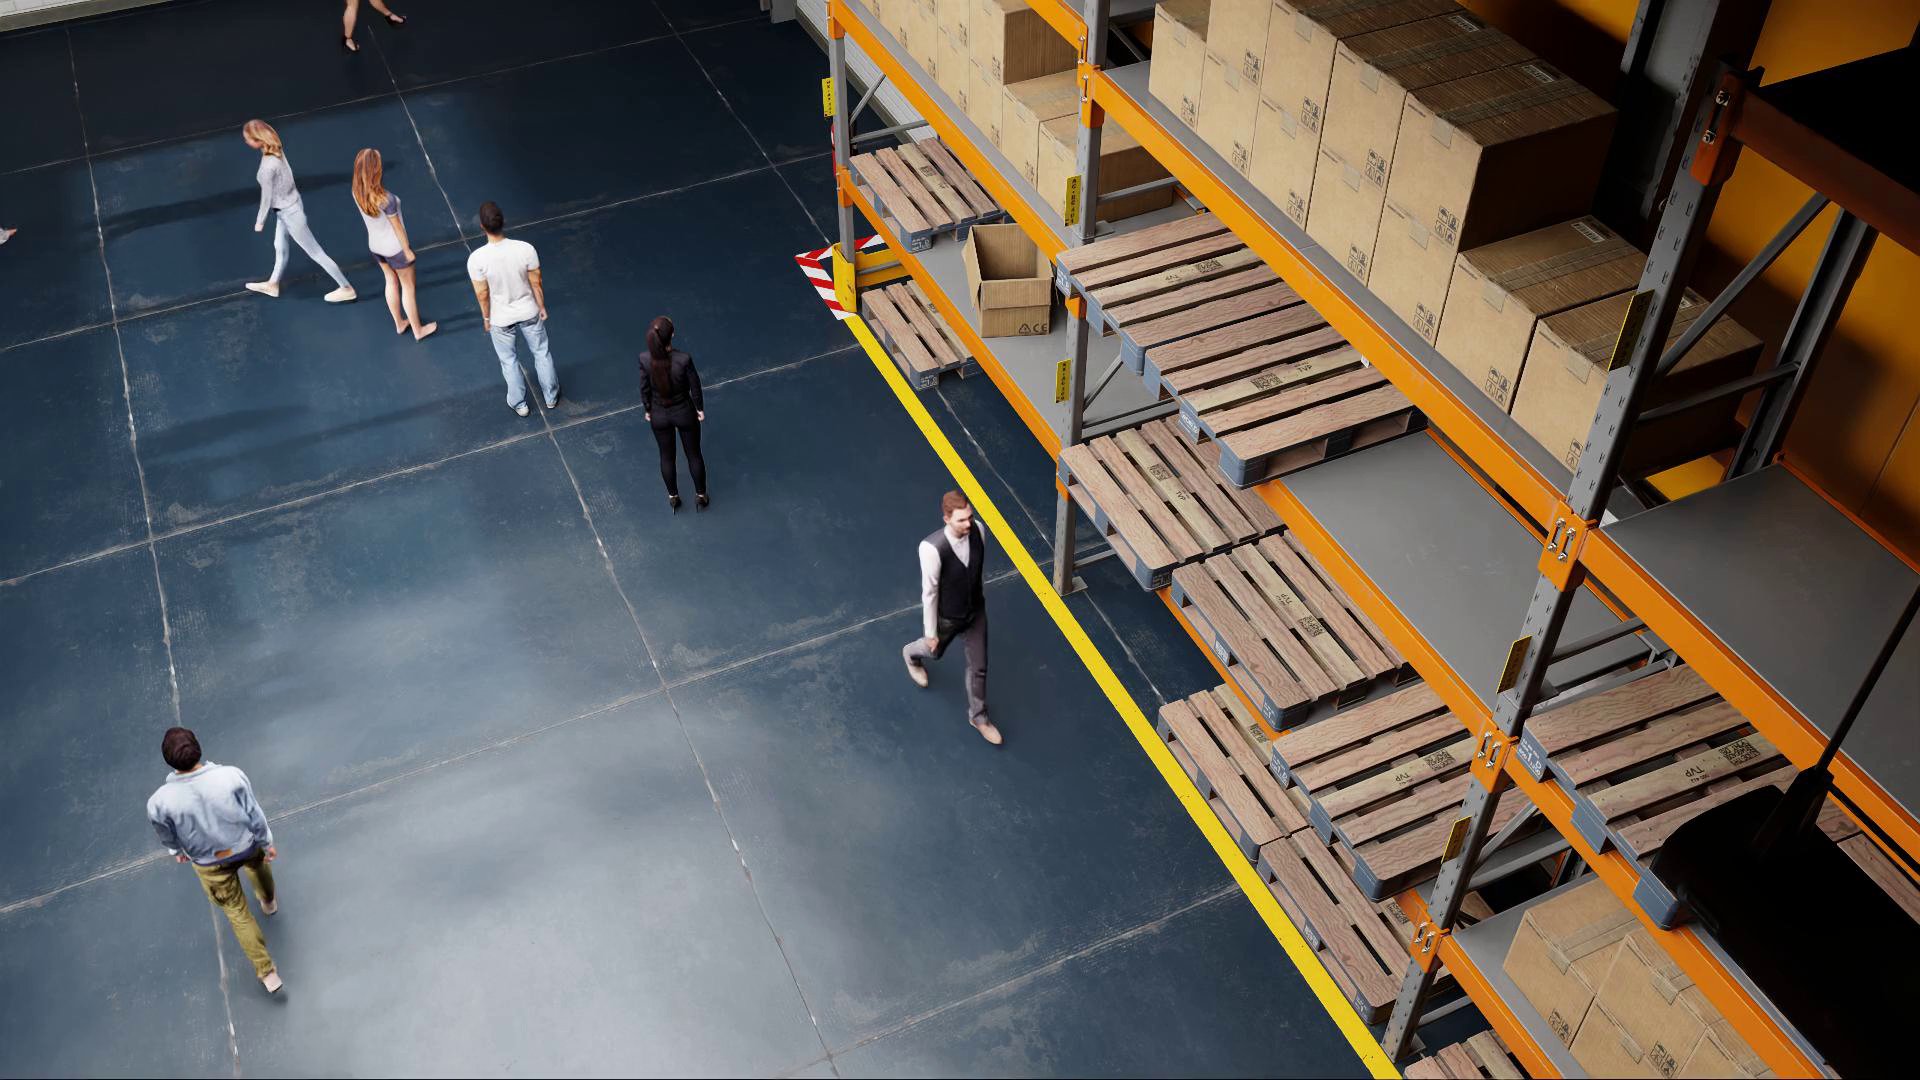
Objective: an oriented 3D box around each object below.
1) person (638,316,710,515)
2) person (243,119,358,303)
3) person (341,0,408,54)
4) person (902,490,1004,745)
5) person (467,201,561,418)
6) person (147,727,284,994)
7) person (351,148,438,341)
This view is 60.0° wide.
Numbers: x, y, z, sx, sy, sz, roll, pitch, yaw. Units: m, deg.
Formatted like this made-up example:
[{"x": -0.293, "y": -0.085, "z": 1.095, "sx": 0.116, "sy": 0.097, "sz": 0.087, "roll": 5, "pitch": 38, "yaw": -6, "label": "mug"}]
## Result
[{"x": -2.062, "y": -0.899, "z": 11.997, "sx": 0.643, "sy": 1.711, "sz": 0.624, "roll": 0, "pitch": 44, "yaw": 0, "label": "person"}, {"x": -5.470, "y": -2.675, "z": 13.840, "sx": 0.877, "sy": 1.742, "sz": 1.133, "roll": -5, "pitch": 44, "yaw": -5, "label": "person"}, {"x": -6.342, "y": -5.843, "z": 17.221, "sx": 1.110, "sy": 1.665, "sz": 0.974, "roll": 33, "pitch": 53, "yaw": 30, "label": "person"}, {"x": -0.098, "y": 0.394, "z": 10.492, "sx": 0.846, "sy": 1.915, "sz": 1.252, "roll": -27, "pitch": 50, "yaw": -26, "label": "person"}, {"x": -3.440, "y": -1.766, "z": 12.797, "sx": 0.668, "sy": 1.863, "sz": 0.533, "roll": -17, "pitch": 46, "yaw": -17, "label": "person"}, {"x": -4.028, "y": 1.771, "z": 9.149, "sx": 0.785, "sy": 1.774, "sz": 1.164, "roll": -24, "pitch": 49, "yaw": -23, "label": "person"}, {"x": -4.653, "y": -2.387, "z": 13.548, "sx": 0.654, "sy": 1.727, "sz": 0.748, "roll": 24, "pitch": 49, "yaw": 23, "label": "person"}]
